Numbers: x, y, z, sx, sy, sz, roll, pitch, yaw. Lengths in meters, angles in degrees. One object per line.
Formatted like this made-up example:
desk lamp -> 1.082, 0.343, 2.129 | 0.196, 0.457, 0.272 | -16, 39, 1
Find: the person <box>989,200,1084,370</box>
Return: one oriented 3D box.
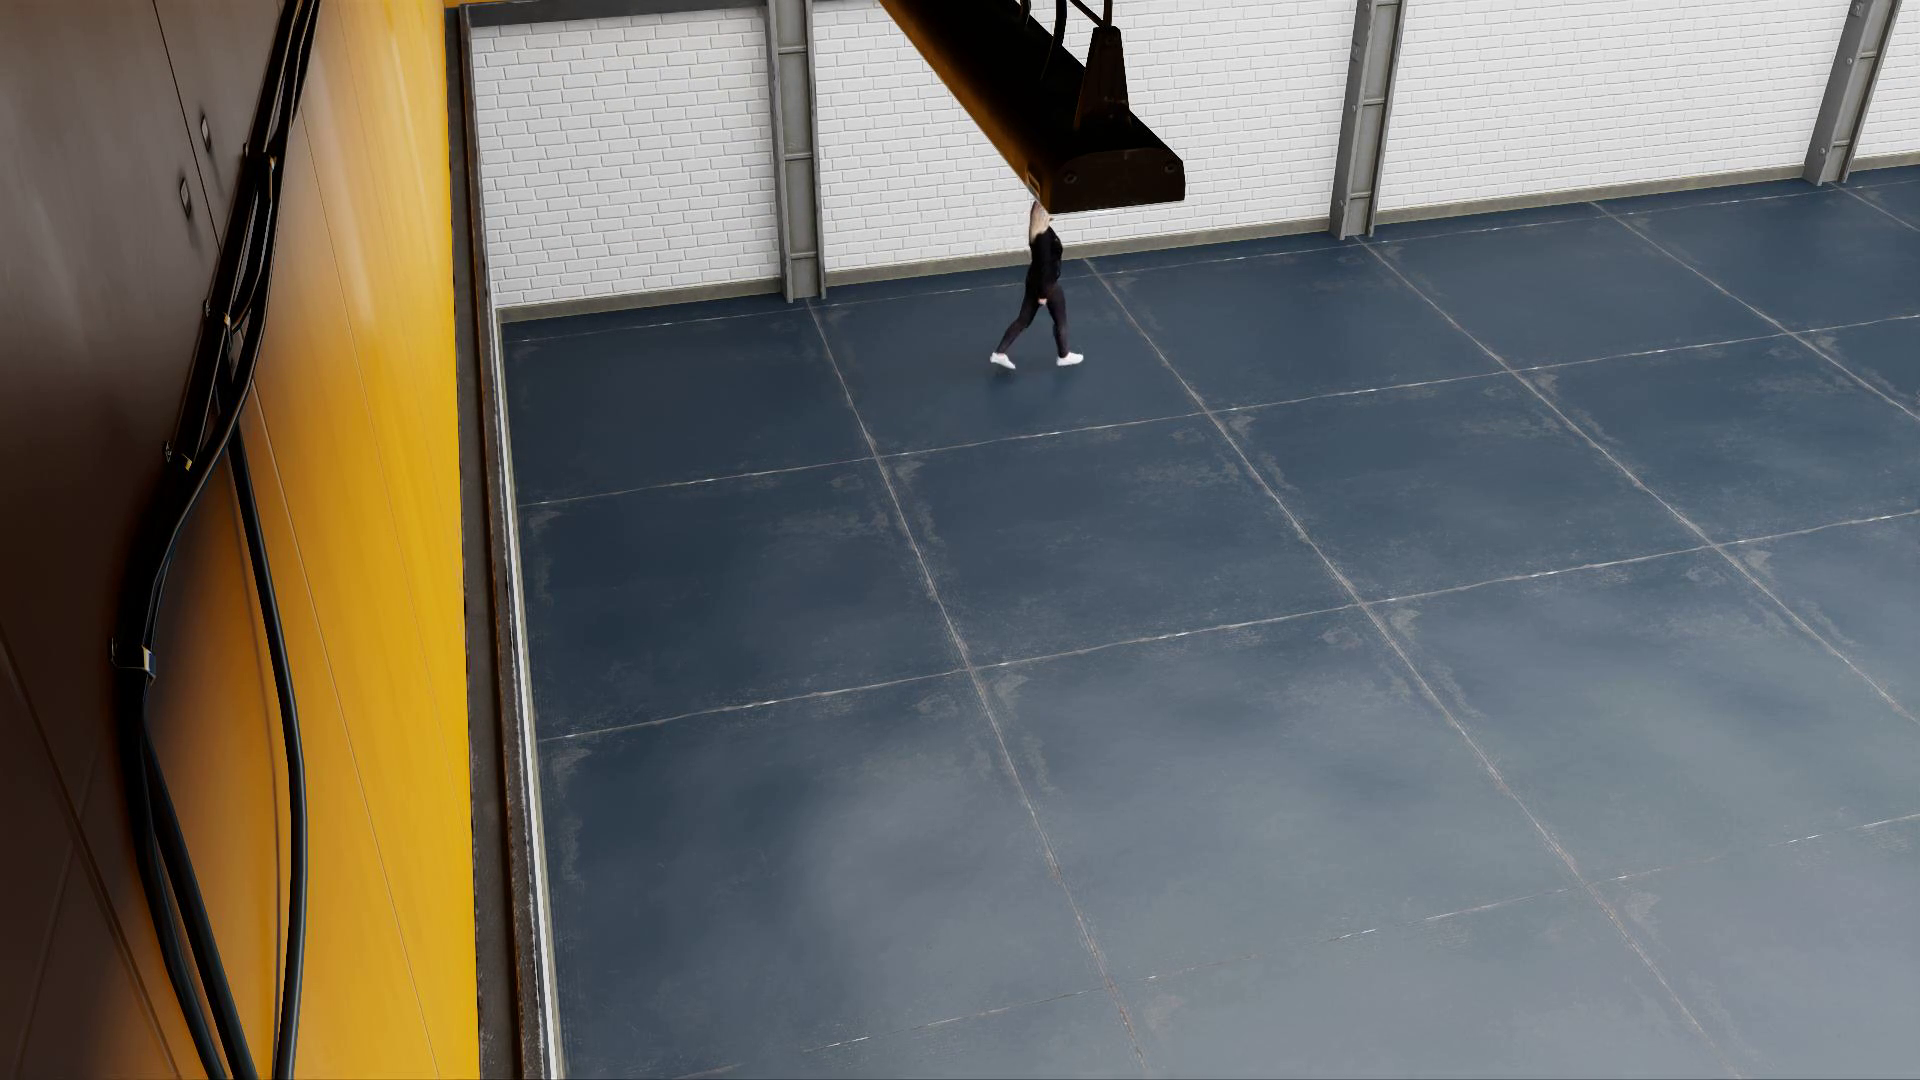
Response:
person -> 0.636, -2.245, 14.888 | 1.115, 1.646, 0.625 | -9, 35, -14
